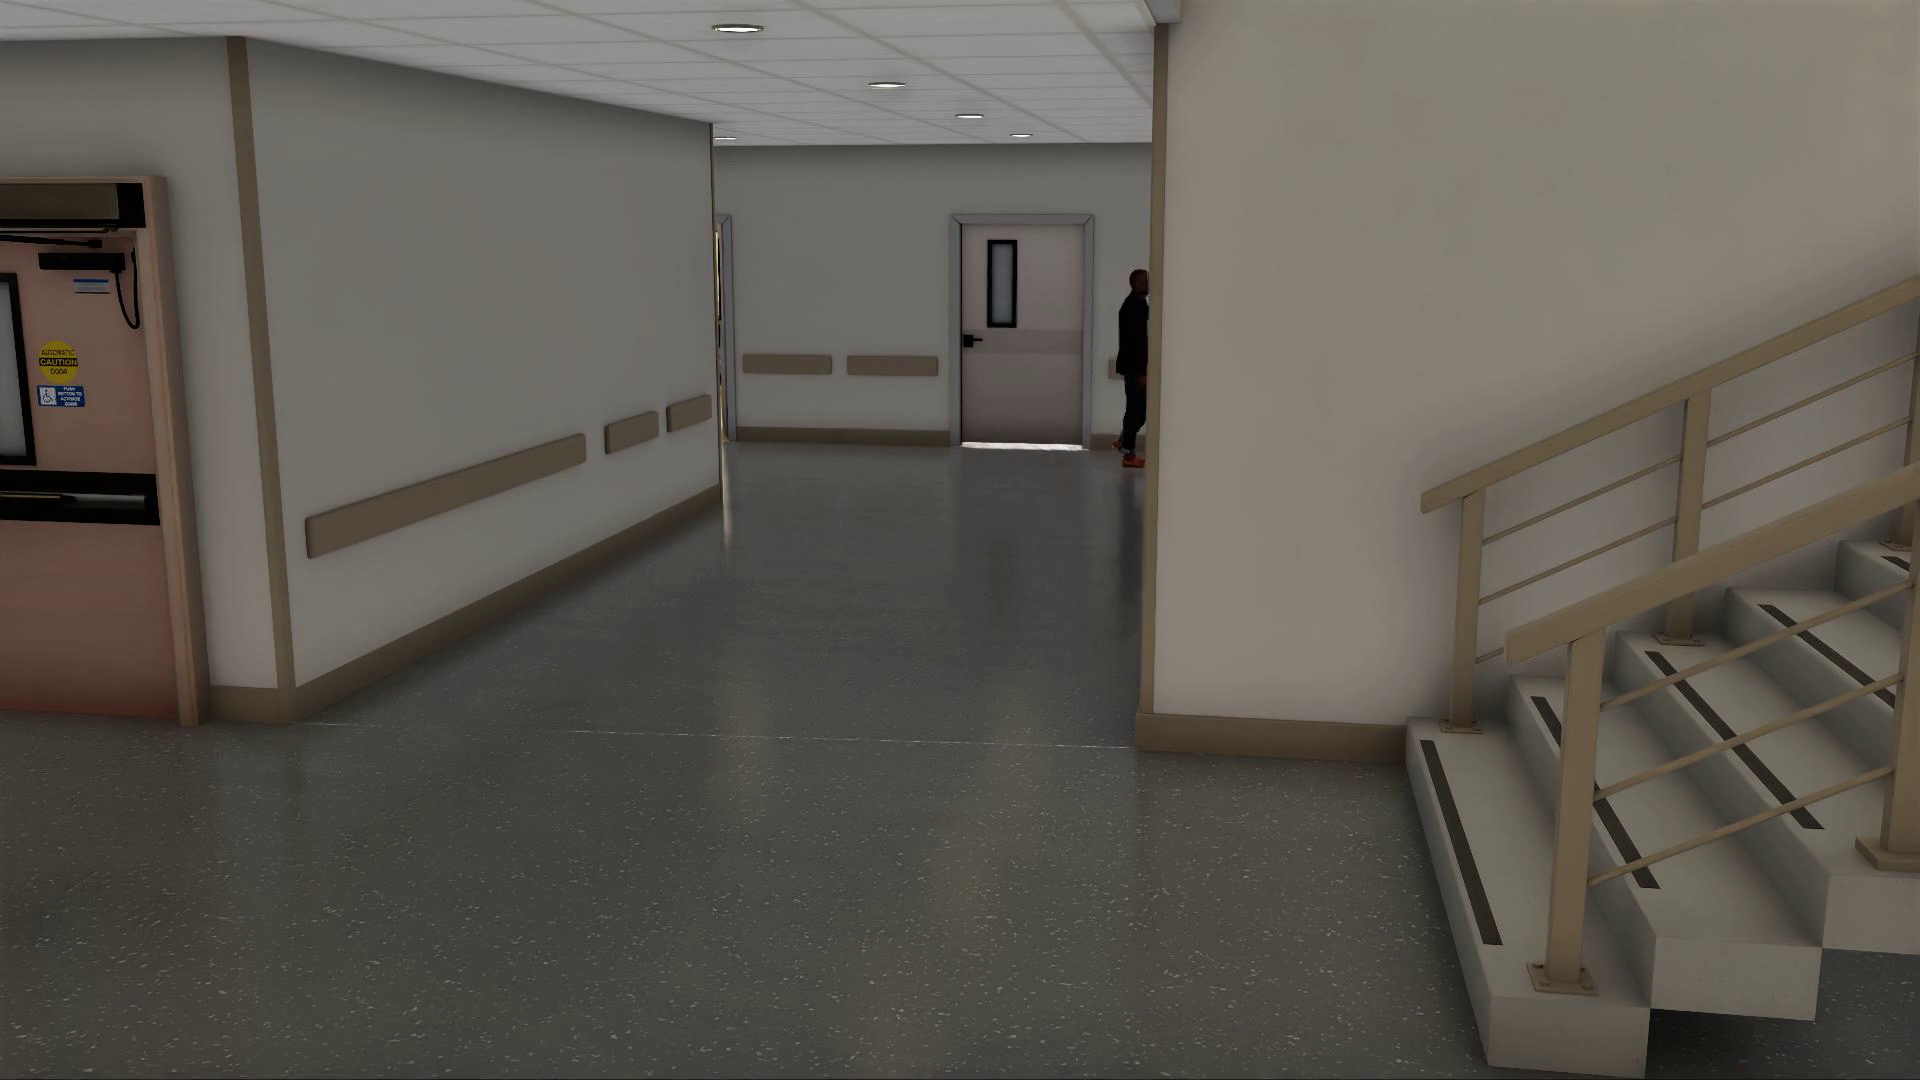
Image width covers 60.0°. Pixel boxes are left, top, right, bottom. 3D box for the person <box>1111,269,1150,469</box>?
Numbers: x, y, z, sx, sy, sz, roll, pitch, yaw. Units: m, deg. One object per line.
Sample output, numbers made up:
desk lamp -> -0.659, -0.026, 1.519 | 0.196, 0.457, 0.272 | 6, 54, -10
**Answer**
person -> 1.535, -1.562, 15.223 | 0.686, 1.812, 0.731 | 3, 11, 14
